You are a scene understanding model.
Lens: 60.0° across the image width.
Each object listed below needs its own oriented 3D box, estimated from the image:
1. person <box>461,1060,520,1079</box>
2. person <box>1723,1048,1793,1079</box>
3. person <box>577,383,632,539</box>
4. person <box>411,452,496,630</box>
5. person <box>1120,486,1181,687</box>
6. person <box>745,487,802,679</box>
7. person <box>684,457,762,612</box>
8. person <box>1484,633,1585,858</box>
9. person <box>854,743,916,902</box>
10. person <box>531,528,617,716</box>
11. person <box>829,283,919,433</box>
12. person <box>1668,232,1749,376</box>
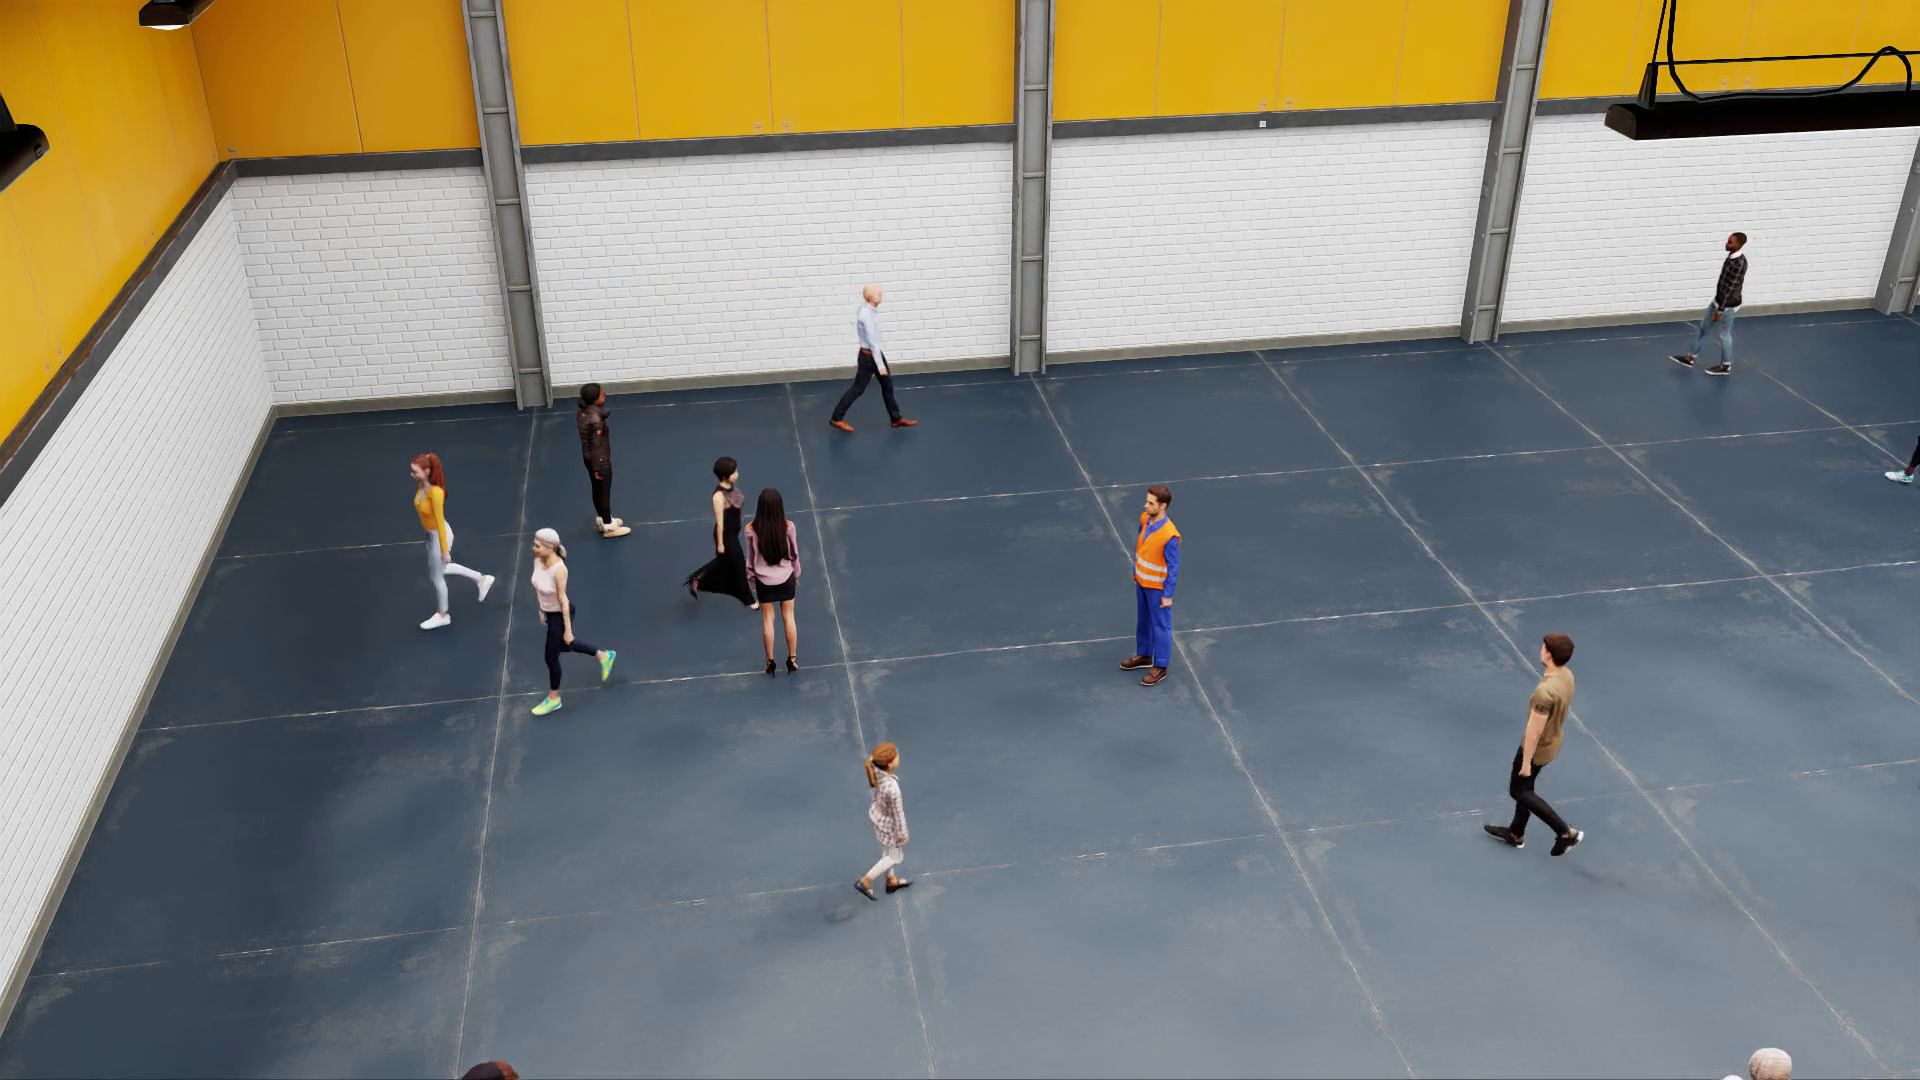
[{"bbox_3d":[-2.425,3.406,8.820,0.662,1.716,0.715,21,35,33],"label":"person"},{"bbox_3d":[4.017,3.401,8.870,0.711,1.676,0.668,-13,31,-22],"label":"person"},{"bbox_3d":[-3.619,-0.788,16.560,0.675,1.666,0.729,-6,29,-11],"label":"person"},{"bbox_3d":[-4.638,-0.014,15.075,1.084,1.729,0.883,-19,34,-30],"label":"person"},{"bbox_3d":[1.668,0.365,14.239,0.723,1.863,0.757,-15,32,-25],"label":"person"},{"bbox_3d":[-1.586,0.367,14.290,0.457,1.812,0.672,-4,29,-8],"label":"person"},{"bbox_3d":[-2.213,-0.038,15.278,1.057,1.577,0.762,2,29,4],"label":"person"},{"bbox_3d":[4.309,1.540,12.125,1.080,1.827,1.030,18,33,30],"label":"person"},{"bbox_3d":[-0.569,2.020,11.794,0.775,1.301,0.632,-13,31,-22],"label":"person"},{"bbox_3d":[-3.285,0.633,13.943,1.165,1.678,0.935,-21,35,-33],"label":"person"},{"bbox_3d":[-1.091,-2.000,18.690,1.297,1.754,0.838,1,29,2],"label":"person"},{"bbox_3d":[9.399,-2.858,20.215,1.060,1.799,0.896,5,29,9],"label":"person"}]
